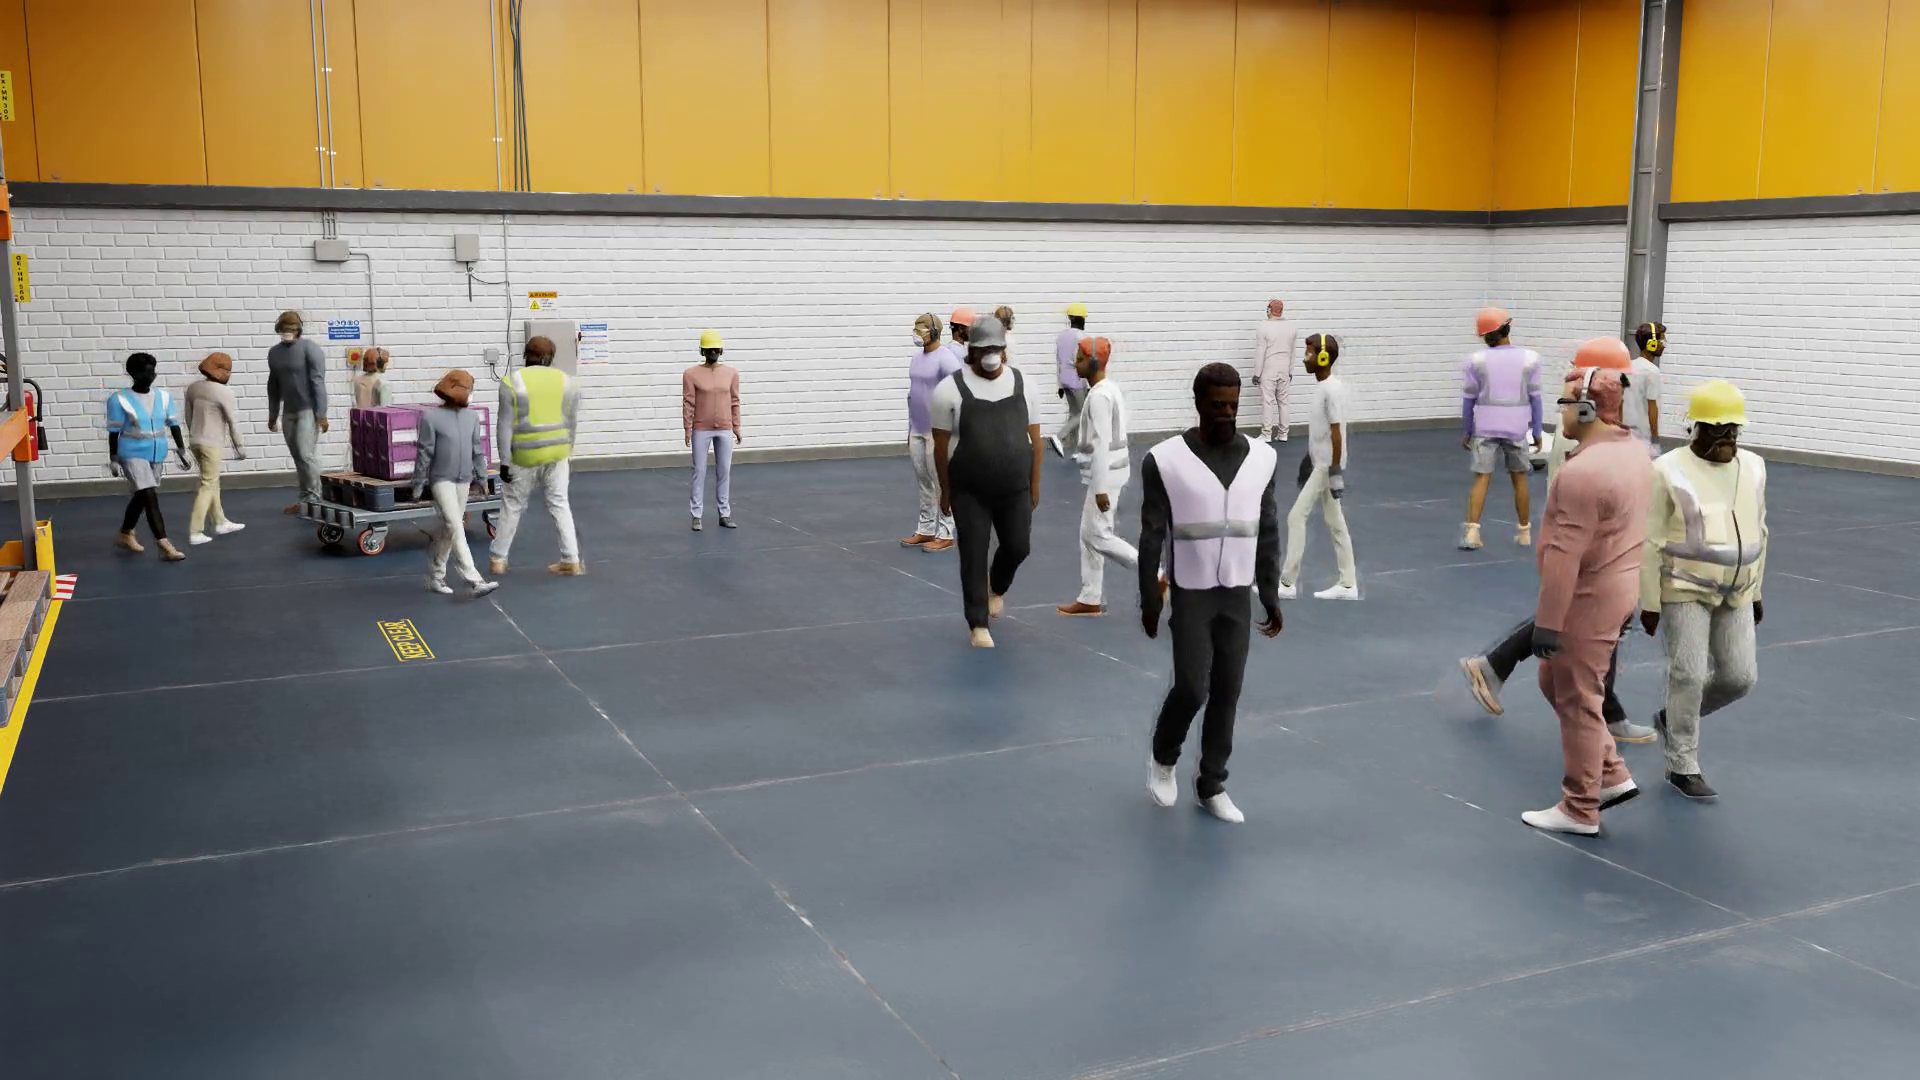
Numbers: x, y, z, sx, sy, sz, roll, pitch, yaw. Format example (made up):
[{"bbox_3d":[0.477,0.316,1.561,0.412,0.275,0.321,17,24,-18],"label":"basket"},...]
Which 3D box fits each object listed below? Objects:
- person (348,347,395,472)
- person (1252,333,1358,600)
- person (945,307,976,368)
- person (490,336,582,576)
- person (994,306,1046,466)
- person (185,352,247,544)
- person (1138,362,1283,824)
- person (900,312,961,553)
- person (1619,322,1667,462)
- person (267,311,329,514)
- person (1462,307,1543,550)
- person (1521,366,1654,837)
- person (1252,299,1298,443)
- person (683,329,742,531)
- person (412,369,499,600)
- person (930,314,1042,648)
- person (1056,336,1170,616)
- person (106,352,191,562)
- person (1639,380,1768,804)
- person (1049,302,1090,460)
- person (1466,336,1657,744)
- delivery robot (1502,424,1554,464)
[{"bbox_3d":[-5.312,-0.953,15.121,0.509,1.584,0.908,5,11,31],"label":"person"},{"bbox_3d":[2.389,-0.491,11.476,0.847,1.825,0.539,2,9,12],"label":"person"},{"bbox_3d":[0.004,-1.247,15.868,0.372,1.929,0.543,-1,9,-9],"label":"person"},{"bbox_3d":[-3.188,-0.625,12.437,0.654,1.790,0.671,-7,11,-36],"label":"person"},{"bbox_3d":[0.477,-1.678,18.675,1.043,1.887,0.650,-4,10,-23],"label":"person"},{"bbox_3d":[-6.262,-0.779,14.009,0.526,1.590,0.714,5,10,27],"label":"person"},{"bbox_3d":[1.040,0.222,6.849,0.593,1.906,0.442,-4,10,-21],"label":"person"},{"bbox_3d":[-0.239,-0.873,13.512,0.361,1.939,0.635,-6,11,-33],"label":"person"},{"bbox_3d":[5.458,-0.801,13.300,0.313,1.864,0.538,-1,9,-5],"label":"person"},{"bbox_3d":[-6.109,-1.148,15.345,0.742,1.910,0.624,5,10,26],"label":"person"},{"bbox_3d":[4.416,-0.897,13.534,0.668,1.985,0.605,2,9,11],"label":"person"},{"bbox_3d":[2.475,0.256,6.644,0.432,1.891,0.673,7,11,37],"label":"person"},{"bbox_3d":[4.153,-2.236,22.076,0.639,1.908,0.409,-5,10,-26],"label":"person"},{"bbox_3d":[-2.167,-0.963,14.609,0.532,1.767,0.328,-4,10,-26],"label":"person"},{"bbox_3d":[-3.465,-0.378,11.513,0.846,1.582,0.537,6,11,32],"label":"person"},{"bbox_3d":[0.162,-0.394,10.226,0.691,2.000,0.739,-2,9,-13],"label":"person"},{"bbox_3d":[1.023,-0.390,10.797,0.720,1.861,0.595,2,9,11],"label":"person"},{"bbox_3d":[-6.459,-0.664,13.149,0.900,1.643,0.542,5,10,28],"label":"person"},{"bbox_3d":[3.191,0.209,7.182,0.601,1.812,0.483,-2,9,-13],"label":"person"},{"bbox_3d":[1.344,-1.894,19.924,0.616,1.914,0.600,-6,11,-31],"label":"person"},{"bbox_3d":[2.966,-0.014,8.113,0.855,1.968,0.622,4,10,24],"label":"person"},{"bbox_3d":[6.439,-1.060,18.669,0.707,0.478,0.477,-4,10,-22],"label":"delivery robot"}]
